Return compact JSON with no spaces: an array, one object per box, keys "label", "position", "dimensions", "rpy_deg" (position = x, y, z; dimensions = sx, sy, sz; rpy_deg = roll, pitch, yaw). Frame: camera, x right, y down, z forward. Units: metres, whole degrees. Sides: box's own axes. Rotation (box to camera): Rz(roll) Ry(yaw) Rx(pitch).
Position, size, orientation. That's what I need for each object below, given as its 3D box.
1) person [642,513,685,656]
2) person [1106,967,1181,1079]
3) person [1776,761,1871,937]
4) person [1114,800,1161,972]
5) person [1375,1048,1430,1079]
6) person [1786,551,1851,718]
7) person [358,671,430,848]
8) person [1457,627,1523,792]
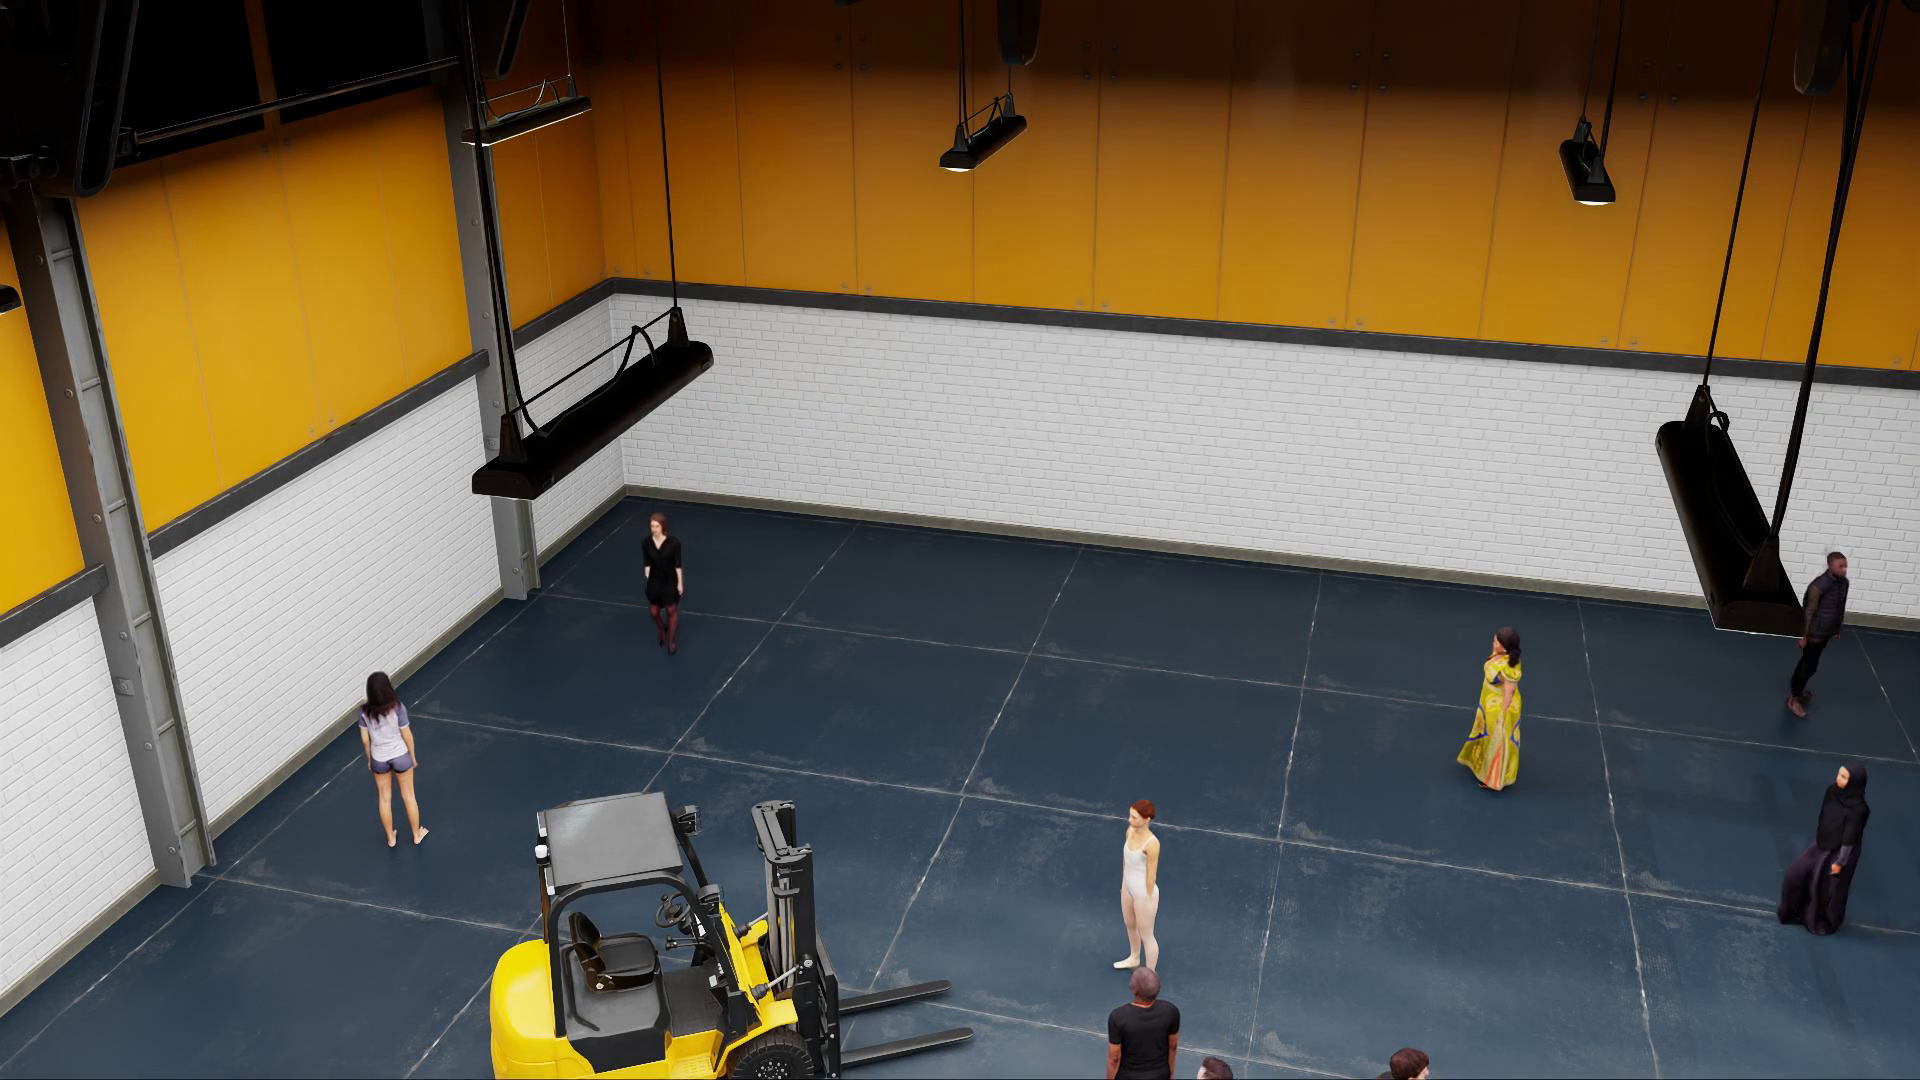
[{"label":"person","position":[-3.230,0.446,18.302],"dimensions":[0.657,1.694,0.669],"rpy_deg":[0,24,1]},{"label":"person","position":[1.197,3.576,11.005],"dimensions":[0.752,1.804,0.762],"rpy_deg":[-5,24,-12]},{"label":"person","position":[7.255,2.525,13.649],"dimensions":[0.855,1.610,0.835],"rpy_deg":[-6,24,-14]},{"label":"person","position":[1.426,2.756,13.082],"dimensions":[0.659,1.642,0.598],"rpy_deg":[-13,27,-27]},{"label":"person","position":[2.645,3.883,10.258],"dimensions":[0.836,1.839,0.654],"rpy_deg":[-3,24,-6]},{"label":"person","position":[8.789,0.923,17.050],"dimensions":[0.850,1.823,0.937],"rpy_deg":[-20,31,-39]},{"label":"person","position":[-5.074,1.945,14.823],"dimensions":[0.651,1.735,0.634],"rpy_deg":[-3,24,-7]},{"label":"person","position":[5.124,1.565,15.785],"dimensions":[0.978,1.659,0.798],"rpy_deg":[1,24,2]}]
